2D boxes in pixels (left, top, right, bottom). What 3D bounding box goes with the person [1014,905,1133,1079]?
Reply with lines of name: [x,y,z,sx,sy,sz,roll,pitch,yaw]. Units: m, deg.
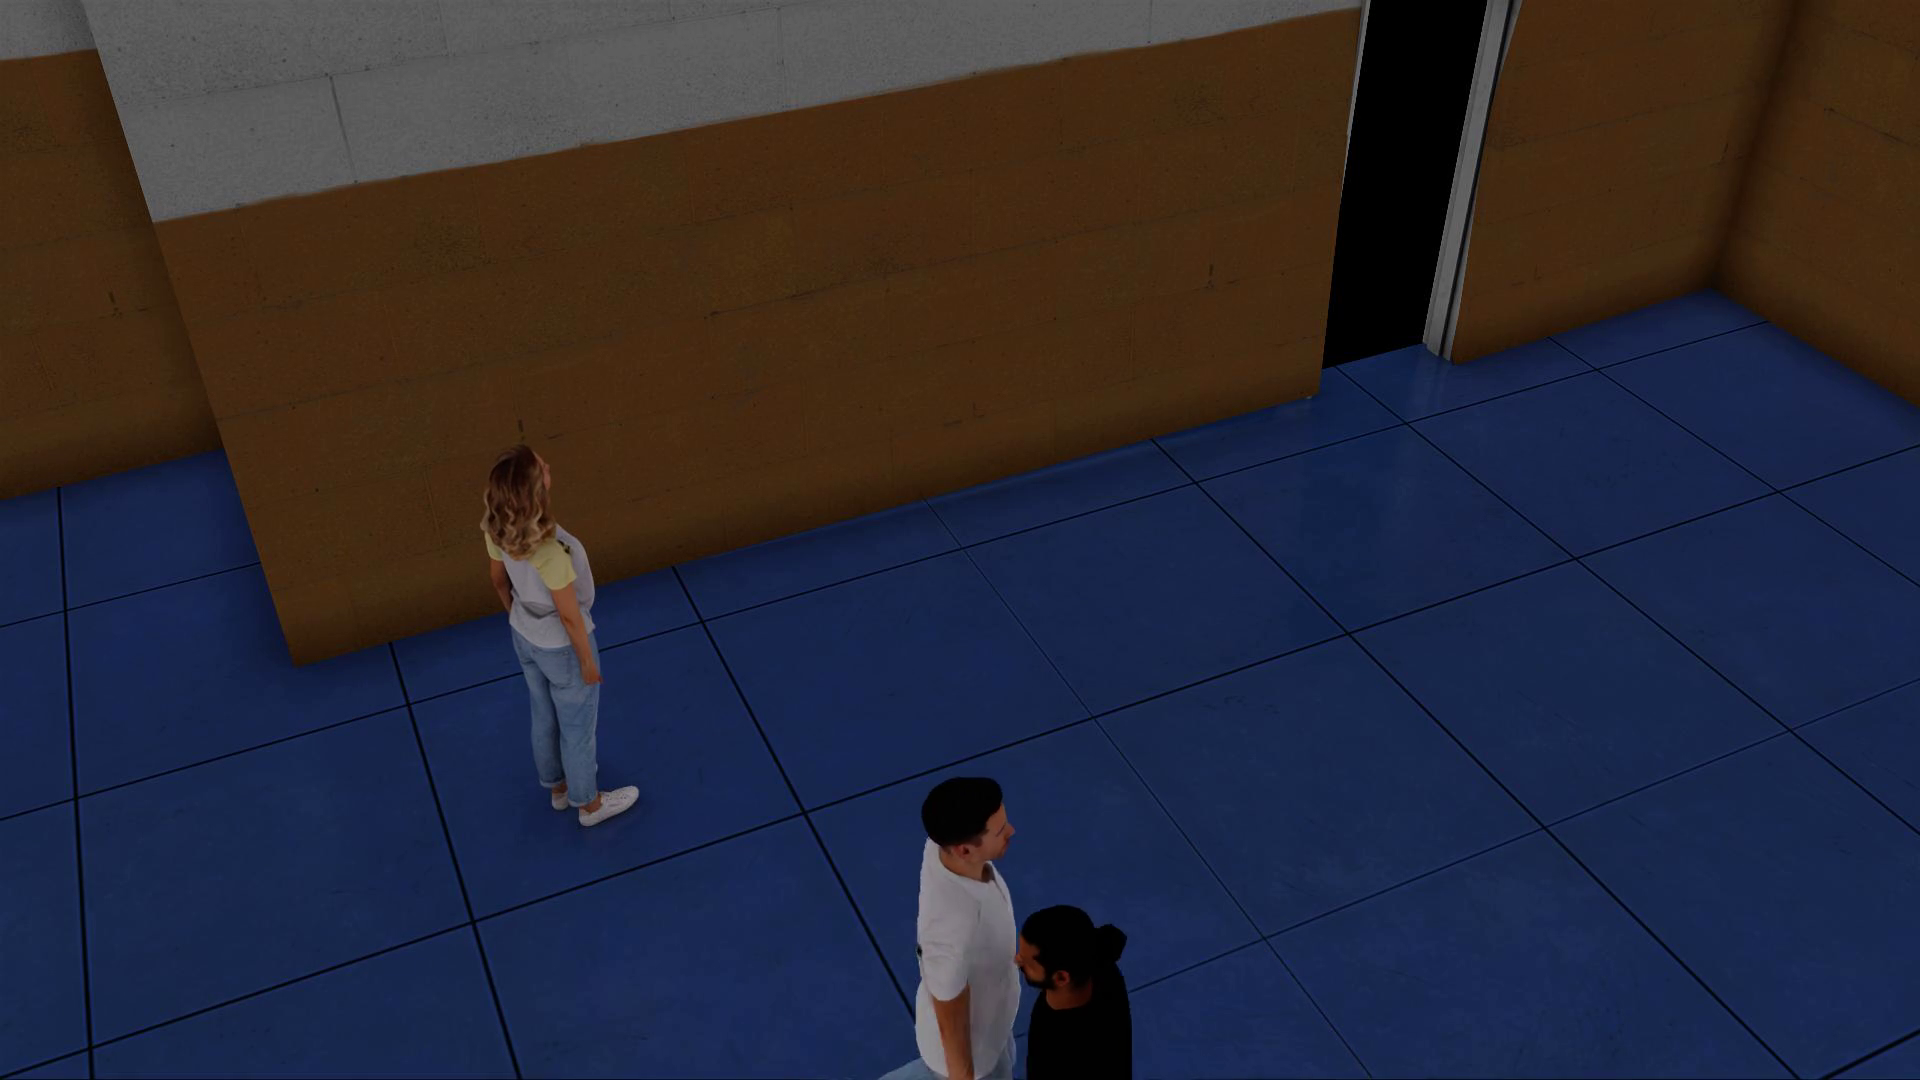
person: [0.387,1.655,4.543,0.903,1.741,0.849,0,37,0]

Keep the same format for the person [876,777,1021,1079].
person: [-0.056,1.375,4.830,0.996,1.844,1.008,3,37,4]

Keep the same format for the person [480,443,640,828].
person: [-1.532,0.383,6.240,0.635,1.723,0.767,26,44,30]
